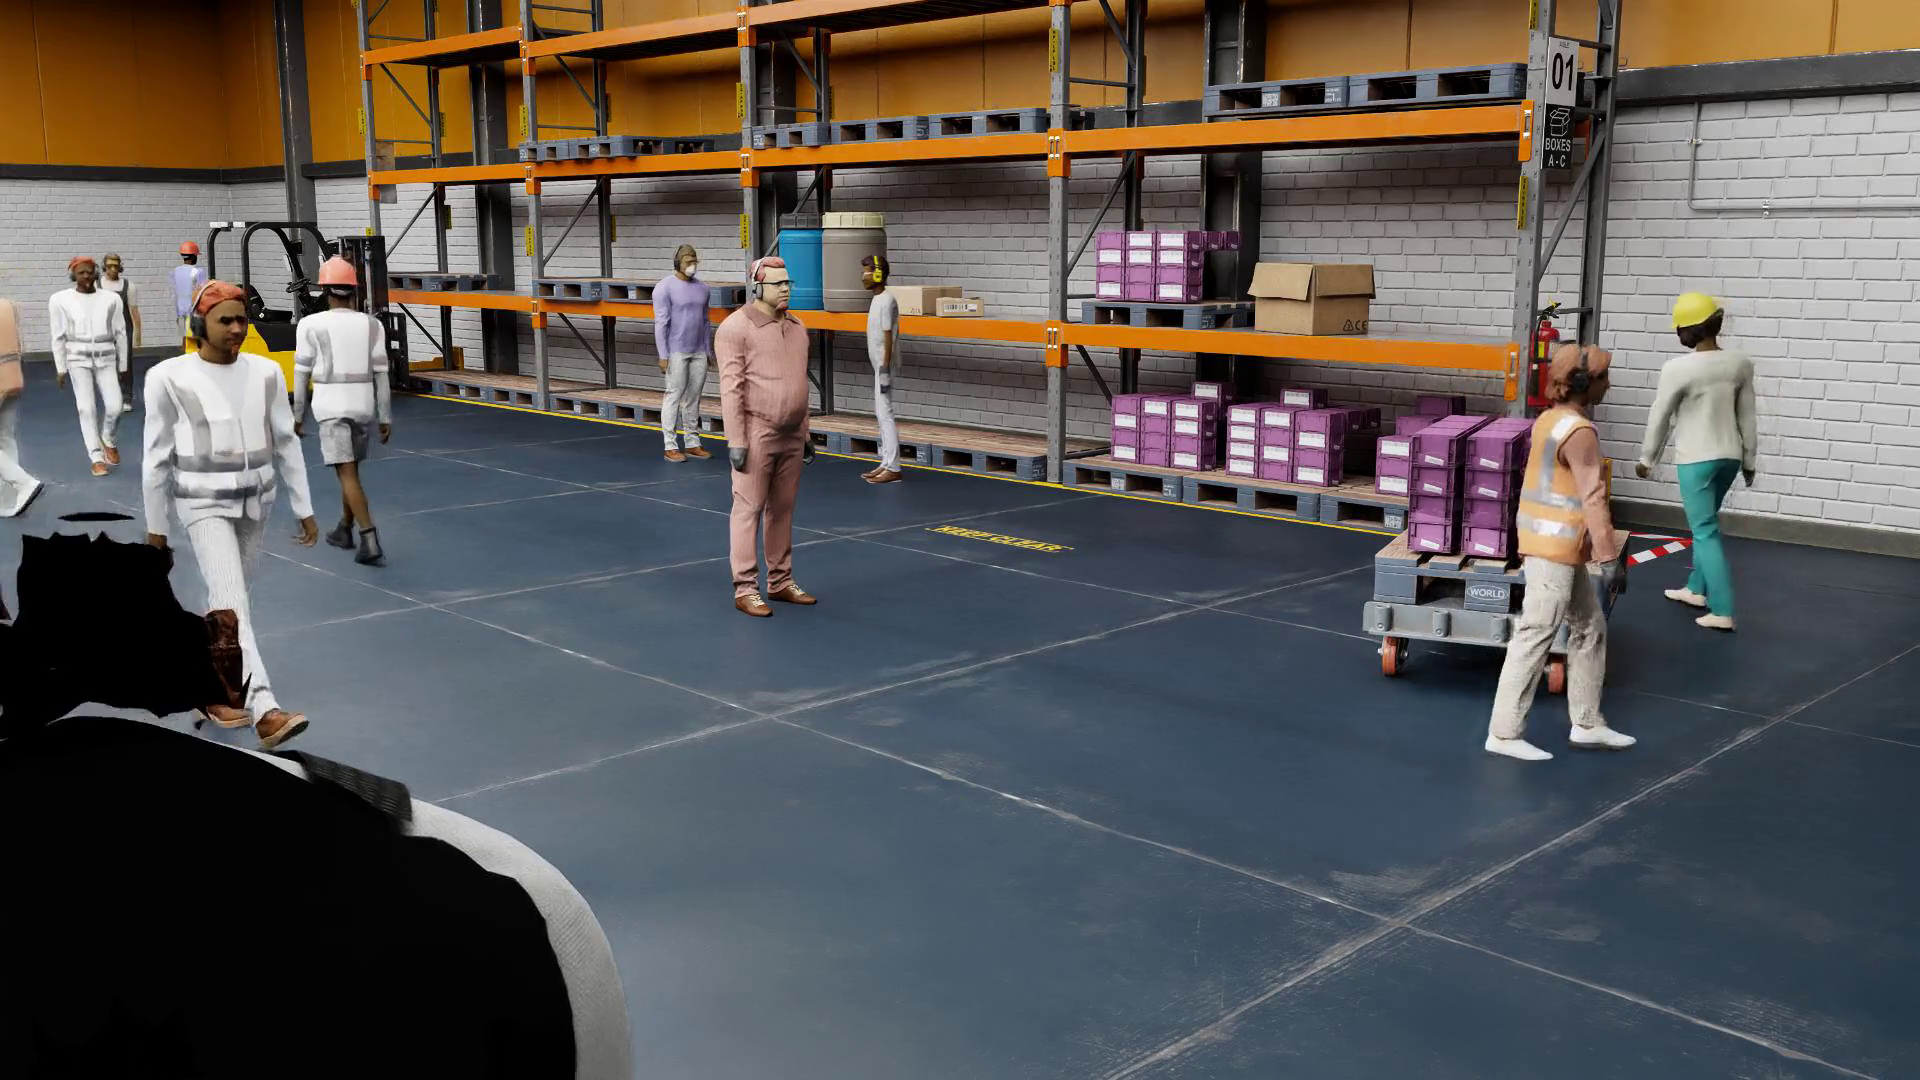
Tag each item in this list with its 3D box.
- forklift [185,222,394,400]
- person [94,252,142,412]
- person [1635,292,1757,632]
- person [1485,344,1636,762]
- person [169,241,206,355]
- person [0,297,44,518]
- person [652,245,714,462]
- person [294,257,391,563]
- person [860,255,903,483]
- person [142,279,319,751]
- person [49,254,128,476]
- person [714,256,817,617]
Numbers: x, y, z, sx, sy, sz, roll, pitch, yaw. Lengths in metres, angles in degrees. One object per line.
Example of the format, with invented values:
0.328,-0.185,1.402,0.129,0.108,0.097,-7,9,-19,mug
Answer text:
-8.169,-2.758,20.163,2.313,2.155,1.214,-10,14,-44,forklift
-9.664,-2.370,19.037,0.545,1.828,0.413,-5,11,-25,person
3.812,-0.416,8.664,0.535,1.727,0.769,-3,11,-18,person
2.377,0.068,6.357,0.715,1.612,0.528,2,11,11,person
-10.588,-3.143,22.960,0.547,1.938,0.377,2,11,13,person
-6.839,-1.079,11.800,0.531,1.904,0.585,2,11,8,person
-2.472,-1.673,14.950,0.354,1.936,0.635,8,13,38,person
-3.851,-0.815,10.433,1.005,1.893,0.549,10,14,43,person
-0.644,-1.399,13.677,0.327,1.860,0.538,-2,11,-11,person
-2.832,-0.097,6.615,0.964,1.836,0.589,7,12,32,person
-7.356,-1.481,14.089,0.581,1.867,0.461,-7,13,-35,person
-1.008,-0.558,8.952,0.403,1.911,0.637,8,13,36,person
